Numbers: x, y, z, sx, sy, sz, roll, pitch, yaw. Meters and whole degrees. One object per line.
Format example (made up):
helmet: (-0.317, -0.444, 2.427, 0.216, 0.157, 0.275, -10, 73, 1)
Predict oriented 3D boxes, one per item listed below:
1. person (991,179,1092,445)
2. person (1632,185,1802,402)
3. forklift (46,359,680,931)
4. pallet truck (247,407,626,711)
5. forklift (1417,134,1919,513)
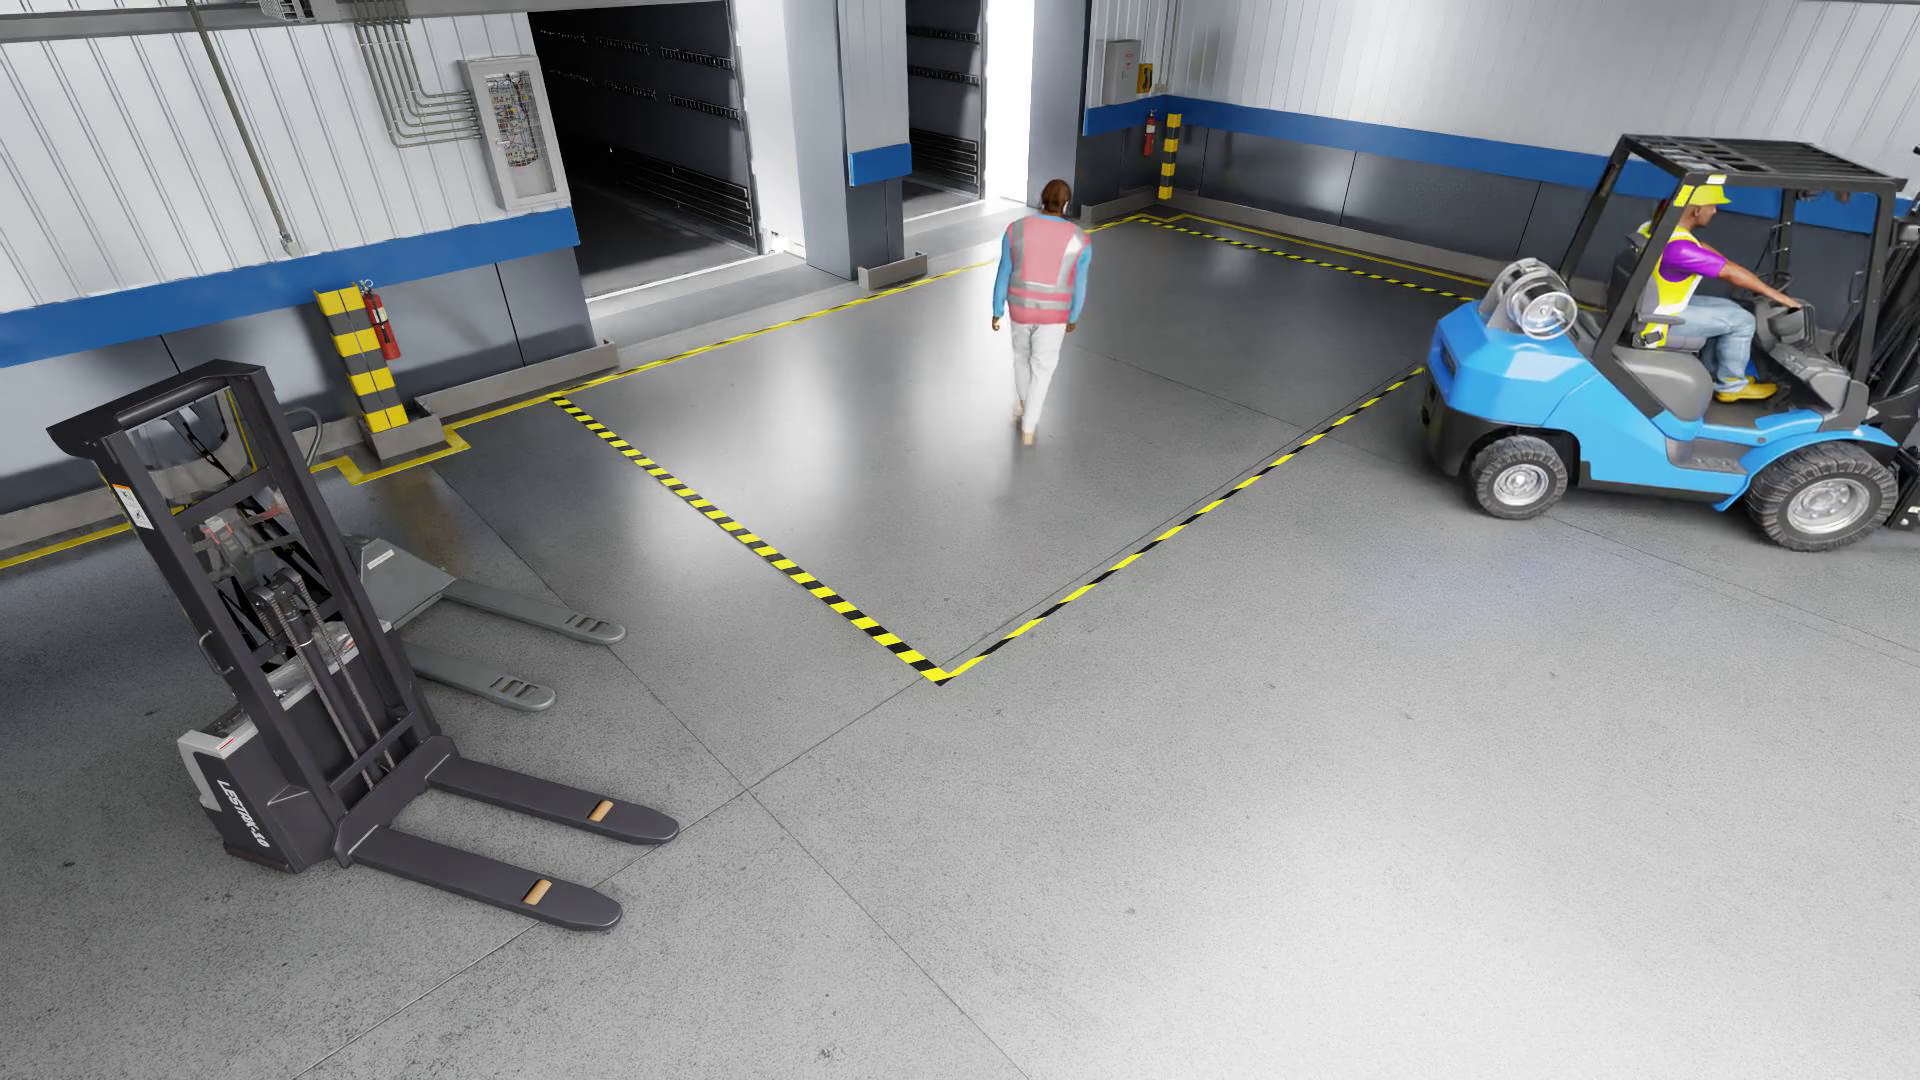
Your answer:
person: (0.599, -1.651, 6.583, 0.664, 1.796, 0.830, 10, 36, 15)
person: (4.569, -1.479, 5.501, 1.004, 1.293, 0.630, 8, 35, 11)
forklift: (-2.135, 0.422, 3.354, 1.885, 1.965, 0.823, 10, 35, 14)
pallet truck: (-2.628, 0.038, 4.590, 1.601, 1.201, 0.680, 12, 36, 18)
forklift: (4.513, -1.338, 5.626, 2.680, 2.036, 1.157, 8, 35, 11)
